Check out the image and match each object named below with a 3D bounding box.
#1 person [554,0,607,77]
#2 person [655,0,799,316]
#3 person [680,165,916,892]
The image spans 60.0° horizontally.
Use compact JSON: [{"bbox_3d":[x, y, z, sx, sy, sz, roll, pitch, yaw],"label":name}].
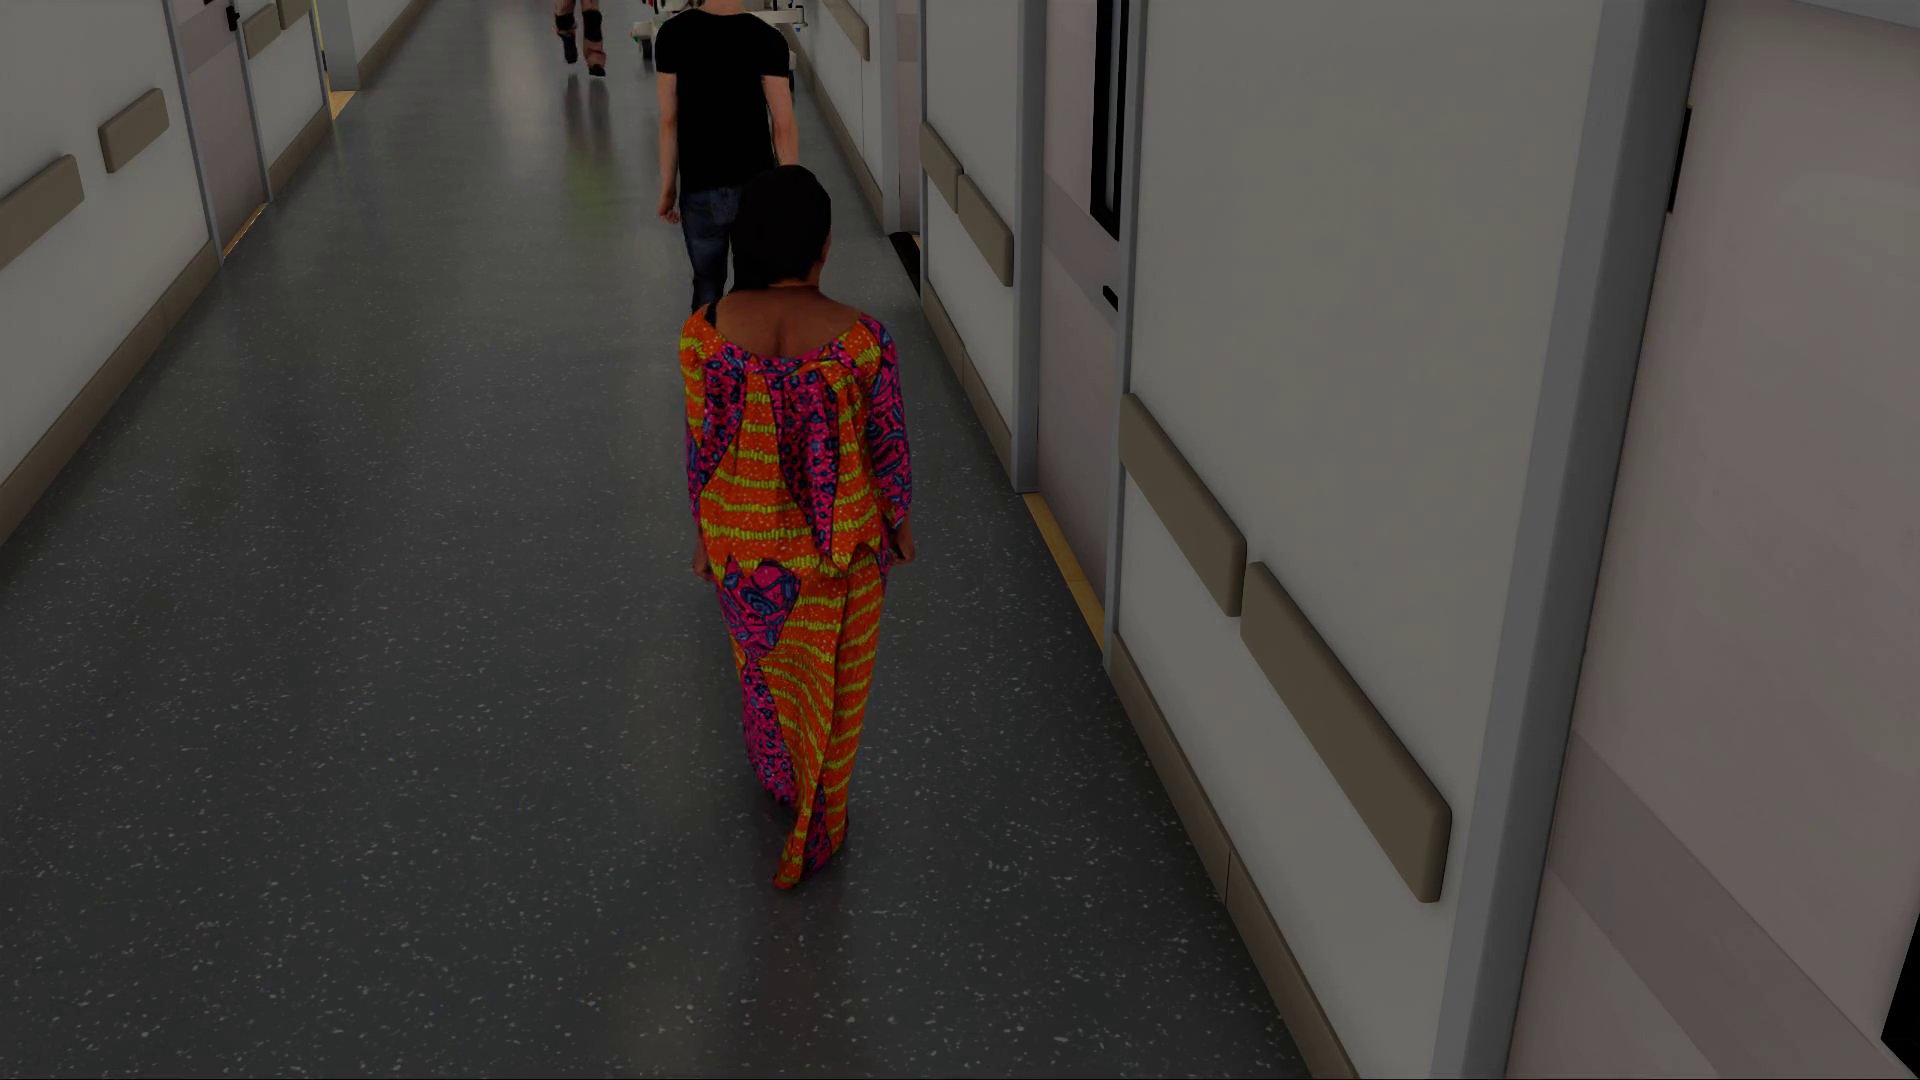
[{"bbox_3d":[-3.057,-4.616,13.124,1.039,1.826,0.828,-8,27,-17],"label":"person"},{"bbox_3d":[-0.866,-1.254,6.087,0.842,1.883,0.857,2,26,3],"label":"person"},{"bbox_3d":[-0.393,0.002,3.749,0.871,1.651,0.870,4,26,9],"label":"person"}]
